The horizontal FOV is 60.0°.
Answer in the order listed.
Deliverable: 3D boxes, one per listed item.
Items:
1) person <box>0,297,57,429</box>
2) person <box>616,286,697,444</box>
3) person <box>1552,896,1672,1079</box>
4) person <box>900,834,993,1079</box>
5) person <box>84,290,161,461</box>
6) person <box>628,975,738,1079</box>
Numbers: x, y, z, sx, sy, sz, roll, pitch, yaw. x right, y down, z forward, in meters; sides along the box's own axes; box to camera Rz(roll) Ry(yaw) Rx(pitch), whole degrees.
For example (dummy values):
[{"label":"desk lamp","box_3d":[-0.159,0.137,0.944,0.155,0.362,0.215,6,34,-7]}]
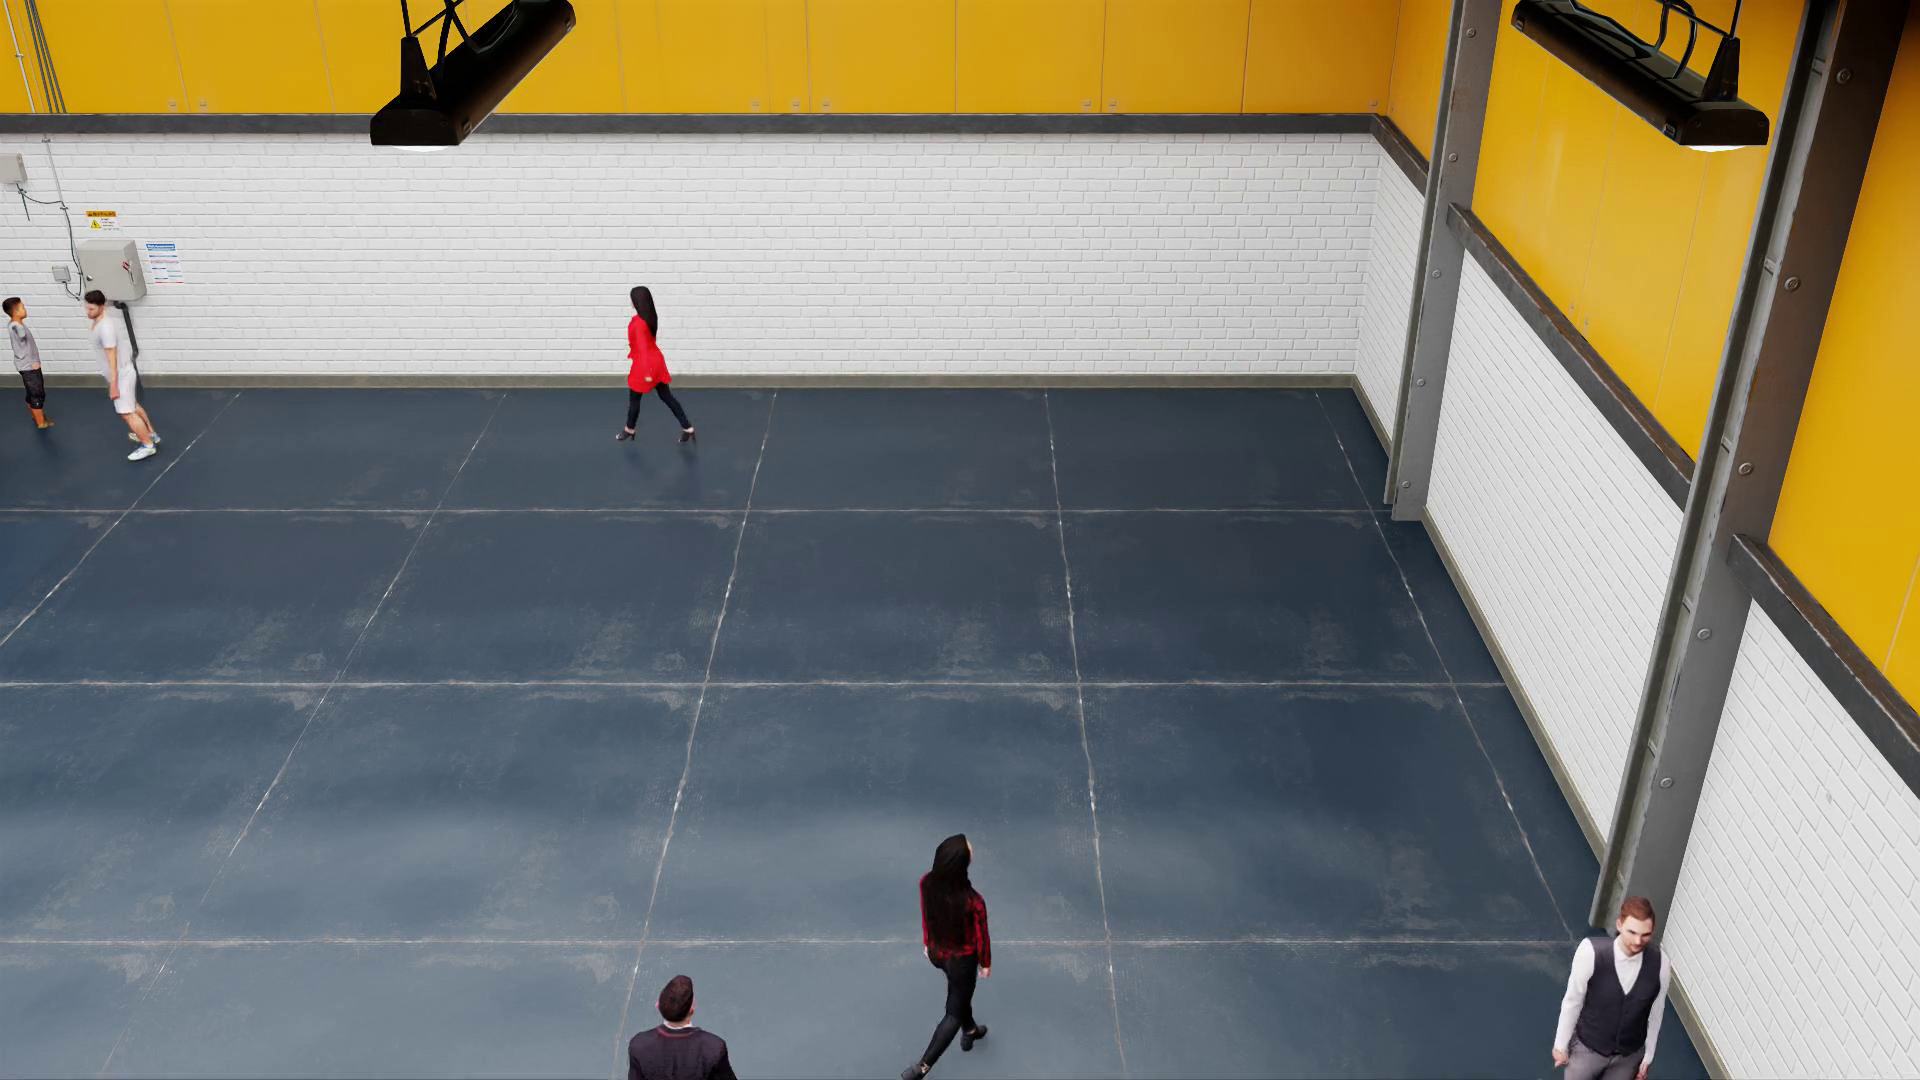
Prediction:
[{"label":"person","box_3d":[-9.793,-1.902,17.436,0.689,1.453,0.605,-20,35,-33]},{"label":"person","box_3d":[-3.051,-1.710,16.824,0.821,1.700,1.076,6,29,10]},{"label":"person","box_3d":[3.370,2.582,8.725,0.685,1.922,0.832,3,29,5]},{"label":"person","box_3d":[-0.080,2.403,9.359,0.965,1.628,1.091,20,34,32]},{"label":"person","box_3d":[-8.362,-1.669,16.634,1.000,1.811,0.839,-8,30,-15]},{"label":"person","box_3d":[-1.362,2.937,8.175,0.732,1.825,0.705,6,29,10]}]
